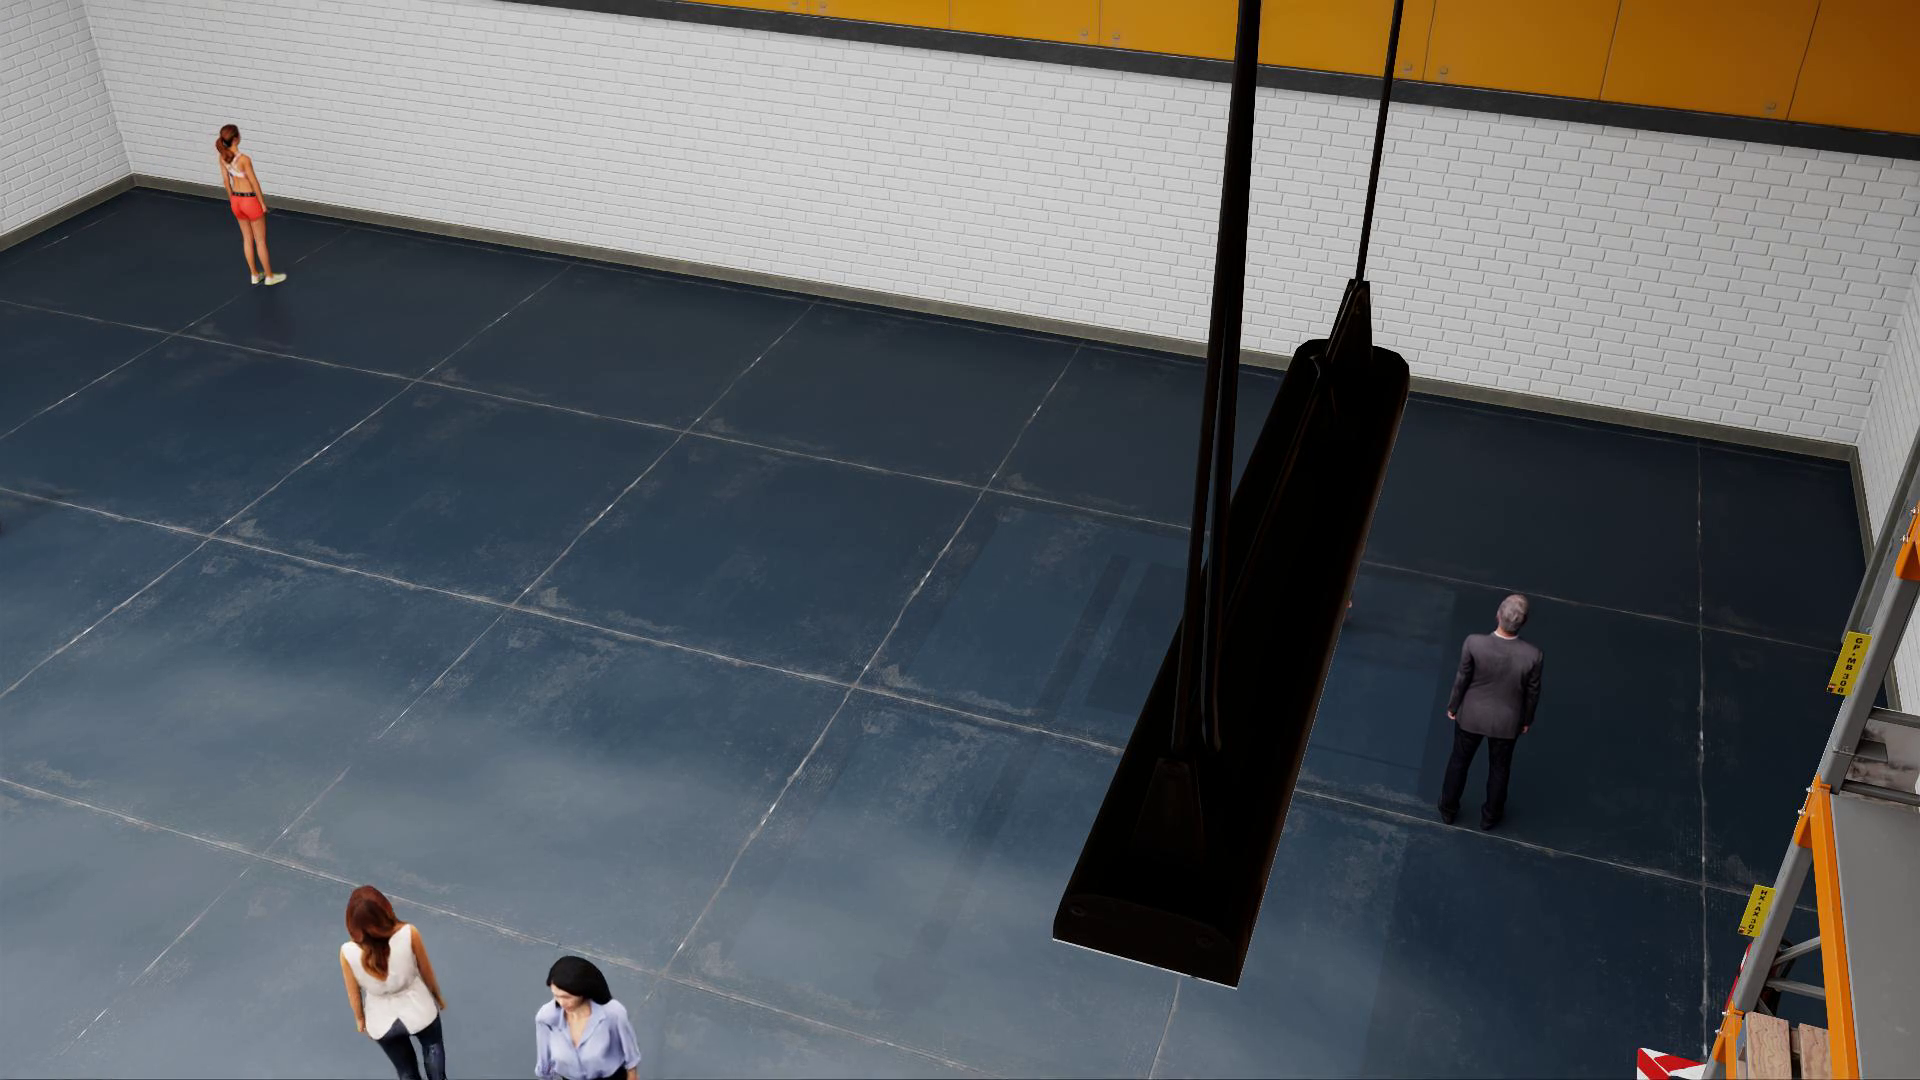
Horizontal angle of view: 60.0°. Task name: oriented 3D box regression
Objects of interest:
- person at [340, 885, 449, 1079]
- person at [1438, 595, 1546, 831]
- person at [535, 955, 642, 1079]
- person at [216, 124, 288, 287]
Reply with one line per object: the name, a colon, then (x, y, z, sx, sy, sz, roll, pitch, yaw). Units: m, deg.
person: (-2.919, 2.557, 8.727, 0.748, 1.774, 0.800, -11, 35, -16)
person: (3.456, 1.121, 10.826, 0.718, 1.842, 0.606, 9, 35, 13)
person: (-1.854, 2.705, 8.551, 0.738, 1.723, 0.788, 2, 34, 2)
person: (-7.727, -3.628, 18.017, 0.575, 1.790, 0.524, 12, 35, 17)
